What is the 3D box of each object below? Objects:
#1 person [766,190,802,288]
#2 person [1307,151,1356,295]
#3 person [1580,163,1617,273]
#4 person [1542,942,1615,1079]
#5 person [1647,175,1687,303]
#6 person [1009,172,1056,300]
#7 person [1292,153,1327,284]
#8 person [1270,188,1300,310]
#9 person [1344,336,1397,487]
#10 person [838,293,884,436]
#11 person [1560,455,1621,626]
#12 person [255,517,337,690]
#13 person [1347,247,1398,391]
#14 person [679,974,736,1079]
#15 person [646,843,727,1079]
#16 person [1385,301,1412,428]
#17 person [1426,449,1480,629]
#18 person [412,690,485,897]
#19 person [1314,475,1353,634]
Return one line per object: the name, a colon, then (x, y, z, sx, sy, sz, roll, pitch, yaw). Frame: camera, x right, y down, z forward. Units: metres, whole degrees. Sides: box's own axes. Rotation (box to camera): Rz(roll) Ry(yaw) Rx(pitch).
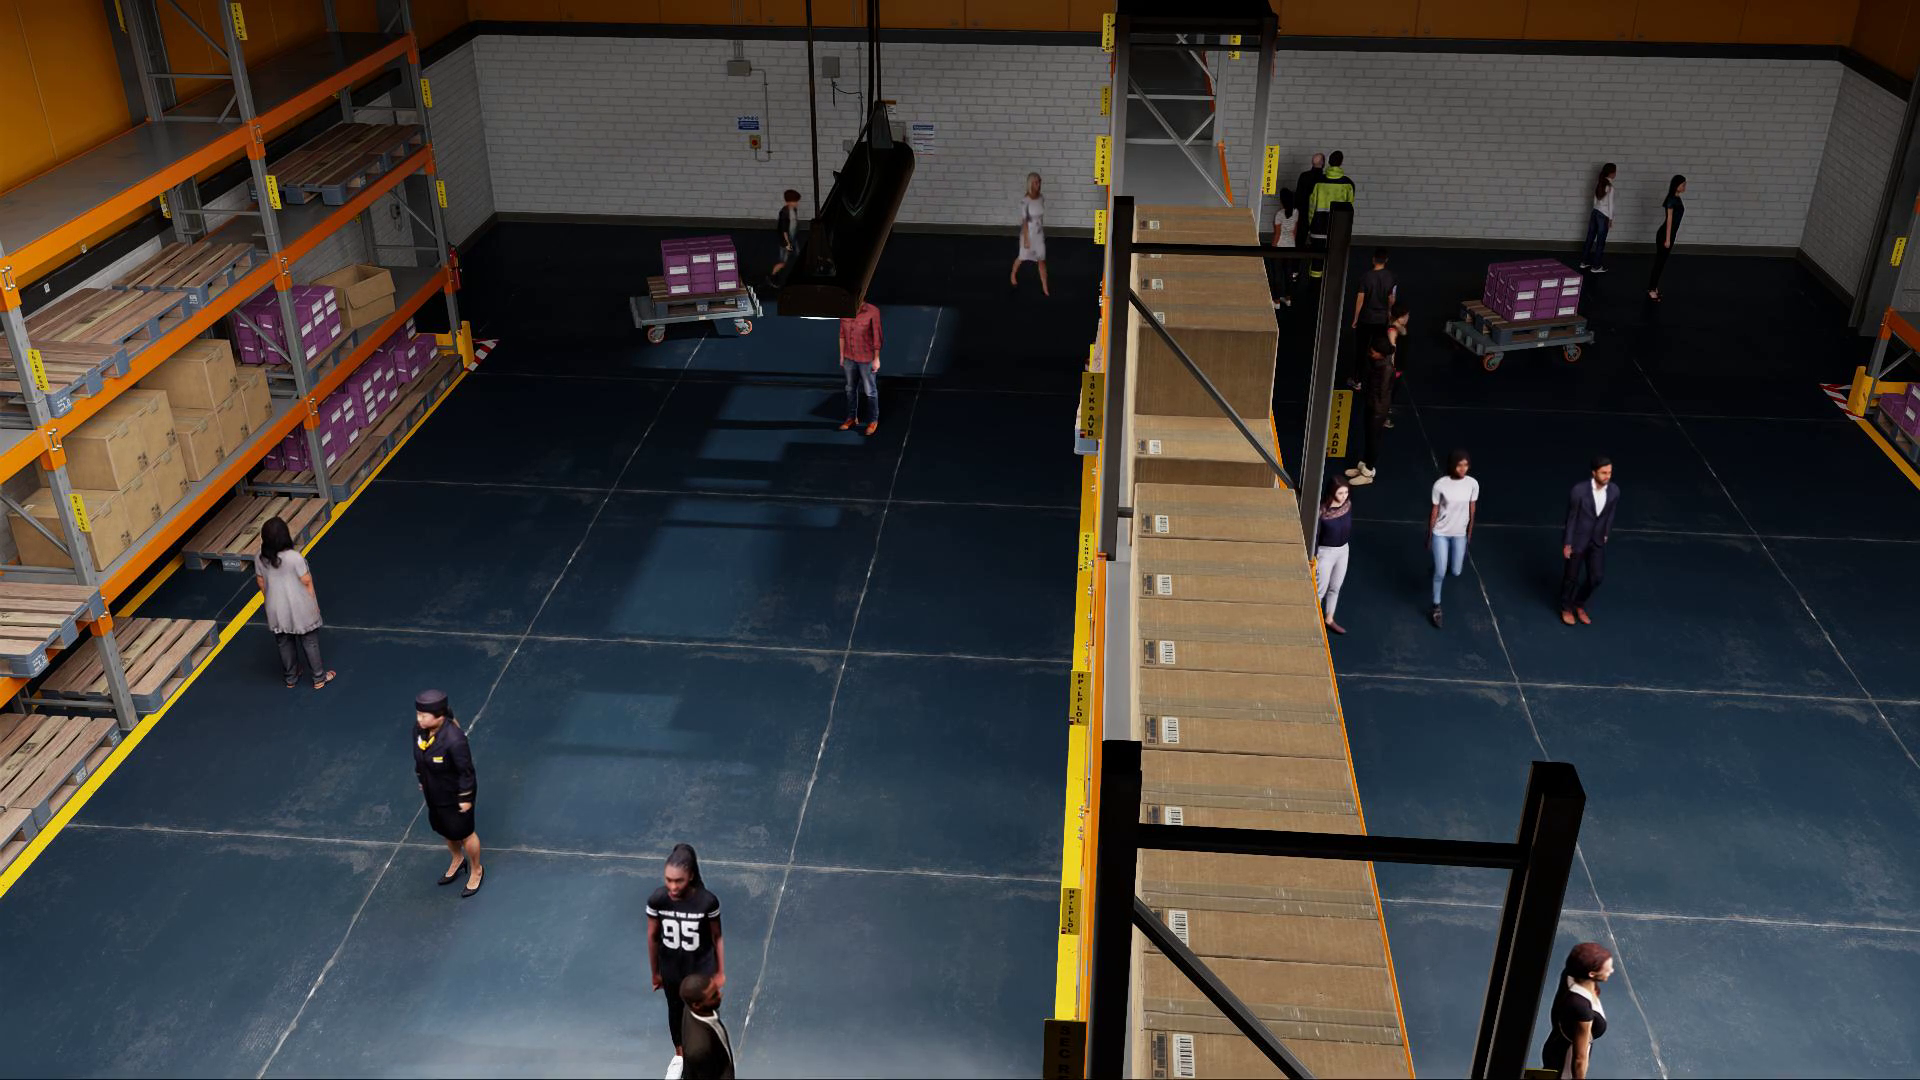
person: (-2.424, -4.143, 23.042, 0.833, 1.423, 0.929, 16, 32, 26)
person: (5.081, -4.375, 22.883, 0.771, 1.983, 0.638, 4, 29, 7)
person: (9.160, -4.625, 23.784, 0.678, 1.559, 0.593, -12, 31, -20)
person: (3.468, 3.015, 9.531, 0.645, 1.795, 0.420, 2, 29, 4)
person: (9.644, -4.133, 22.695, 0.687, 1.737, 0.563, 16, 32, 26)
person: (0.922, -4.181, 22.815, 1.067, 1.707, 1.127, -22, 36, -35)
person: (4.914, -4.502, 23.269, 0.770, 1.835, 0.774, 20, 34, 32)
person: (4.365, -3.943, 22.447, 0.646, 1.642, 0.683, -17, 33, -28)
person: (4.455, -1.392, 17.754, 0.658, 1.659, 0.595, 16, 32, 26)
person: (-1.133, -2.101, 18.872, 0.754, 1.831, 0.685, 13, 31, 22)
person: (5.671, -0.034, 15.208, 0.695, 1.713, 0.654, -2, 29, -4)
person: (-5.743, 0.543, 14.255, 0.609, 1.611, 0.626, 2, 29, 4)
person: (4.952, -2.656, 19.960, 0.685, 1.764, 0.599, -3, 29, -5)
person: (-1.396, 3.130, 9.316, 0.783, 1.800, 0.620, -7, 29, -12)
person: (-1.679, 2.640, 10.289, 0.621, 1.729, 0.578, 1, 29, 1)
person: (4.959, -2.034, 19.065, 0.853, 1.529, 0.599, 5, 29, 9)
person: (4.463, -0.071, 15.283, 0.663, 1.704, 0.905, -2, 29, -3)
person: (-3.649, 1.799, 11.890, 0.807, 1.671, 0.811, 18, 34, 30)
person: (3.340, 0.146, 14.986, 0.691, 1.609, 0.732, -18, 33, -29)
